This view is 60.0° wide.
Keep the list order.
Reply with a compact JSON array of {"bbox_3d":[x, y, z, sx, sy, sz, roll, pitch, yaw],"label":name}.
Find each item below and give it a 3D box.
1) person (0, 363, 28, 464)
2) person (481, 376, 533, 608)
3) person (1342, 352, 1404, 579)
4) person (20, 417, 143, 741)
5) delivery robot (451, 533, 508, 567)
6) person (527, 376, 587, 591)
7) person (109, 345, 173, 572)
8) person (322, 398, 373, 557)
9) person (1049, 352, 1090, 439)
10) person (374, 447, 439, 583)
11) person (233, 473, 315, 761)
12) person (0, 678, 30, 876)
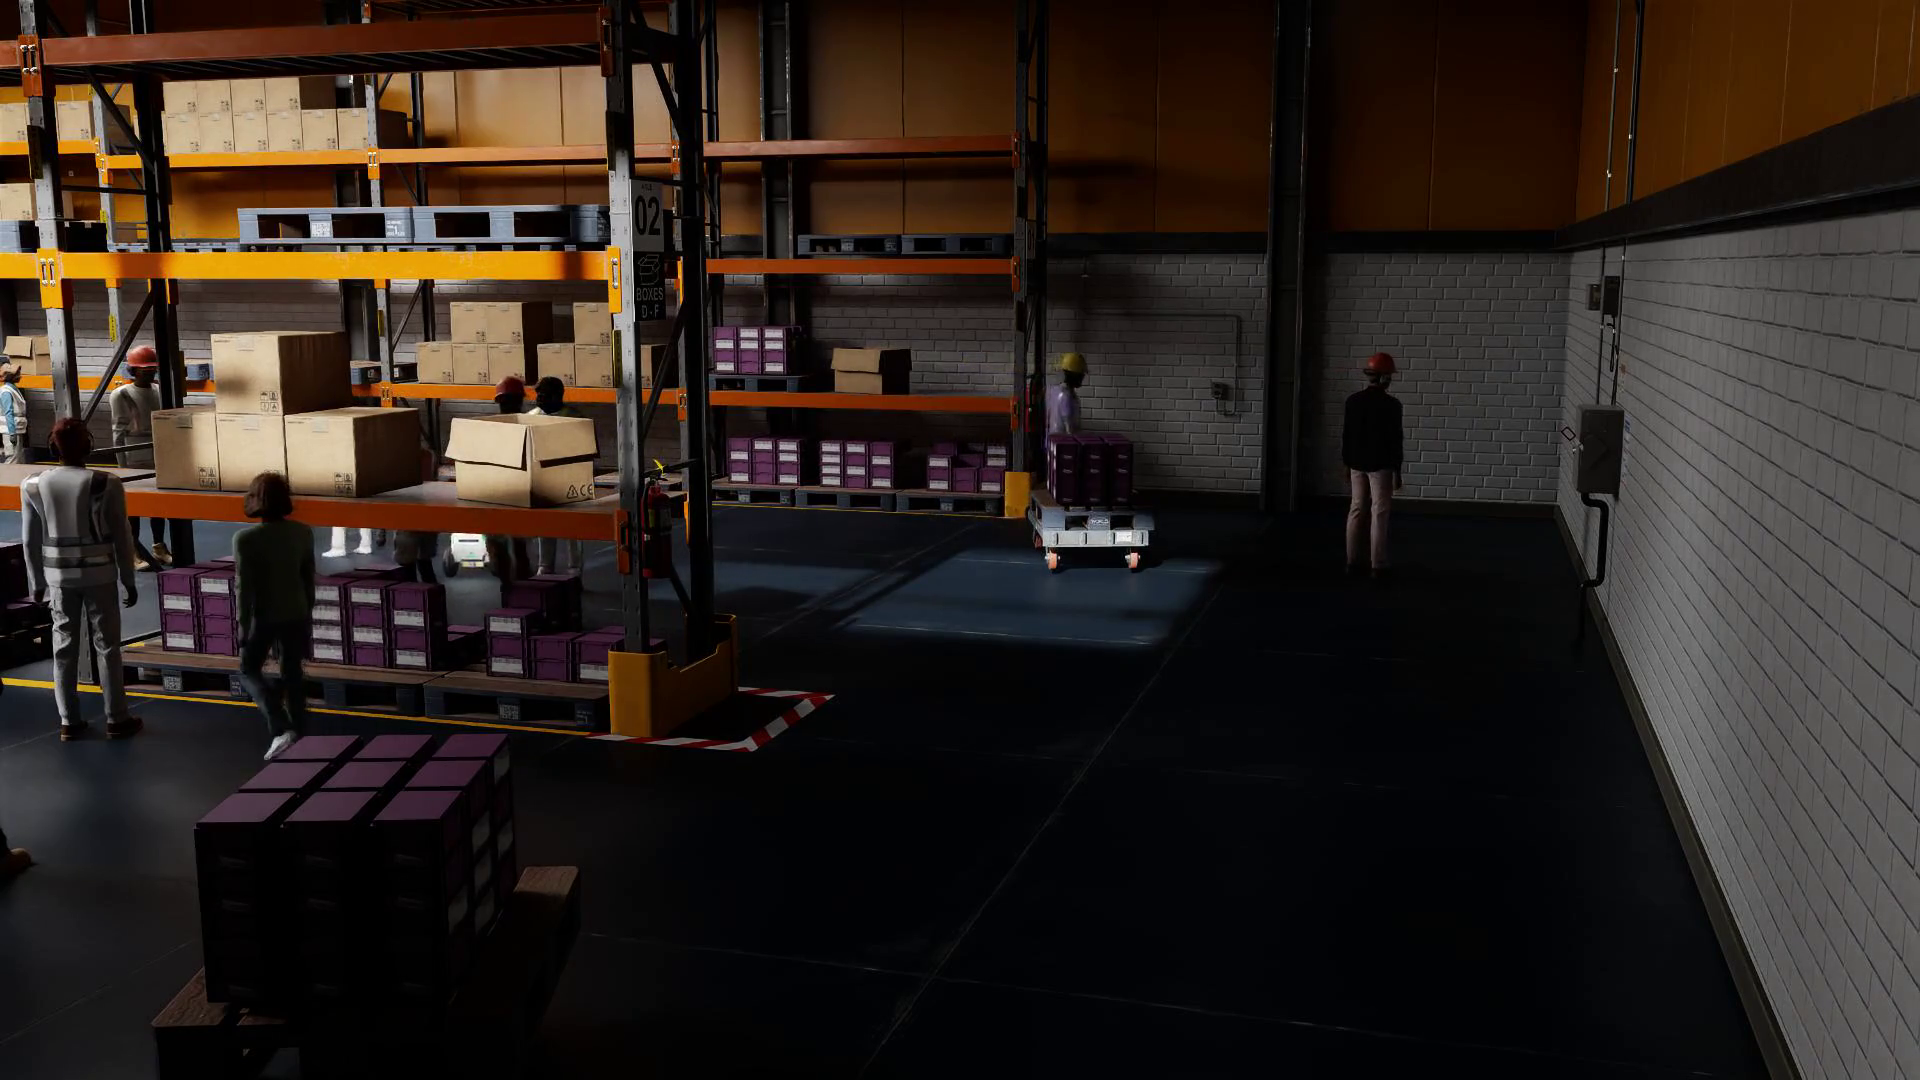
[{"bbox_3d":[-11.057,-1.249,19.434,0.314,1.629,0.510,-4,10,-22],"label":"person"},{"bbox_3d":[-3.499,-0.319,12.965,0.604,1.891,0.504,-9,13,-42],"label":"person"},{"bbox_3d":[3.667,-0.658,14.716,0.396,1.992,0.622,-7,12,-36],"label":"person"},{"bbox_3d":[-5.081,0.232,9.633,0.589,1.880,0.341,-1,9,-8],"label":"person"},{"bbox_3d":[-4.302,-0.019,14.914,0.477,0.478,0.707,0,9,0],"label":"delivery robot"},{"bbox_3d":[-3.392,-0.452,13.932,0.625,1.840,0.430,4,10,22],"label":"person"},{"bbox_3d":[-7.345,-0.742,15.079,0.391,2.041,0.615,4,10,25],"label":"person"},{"bbox_3d":[-5.818,-0.650,15.770,0.342,1.634,0.521,4,10,25],"label":"person"},{"bbox_3d":[1.103,-0.938,16.692,0.422,1.897,0.604,0,9,-2],"label":"person"},{"bbox_3d":[-4.059,-0.112,12.304,0.339,1.695,0.565,3,10,18],"label":"person"},{"bbox_3d":[-3.785,0.436,9.183,0.334,1.620,0.515,6,11,34],"label":"person"},{"bbox_3d":[-4.569,0.517,7.414,0.675,2.000,0.536,1,9,3],"label":"person"}]
